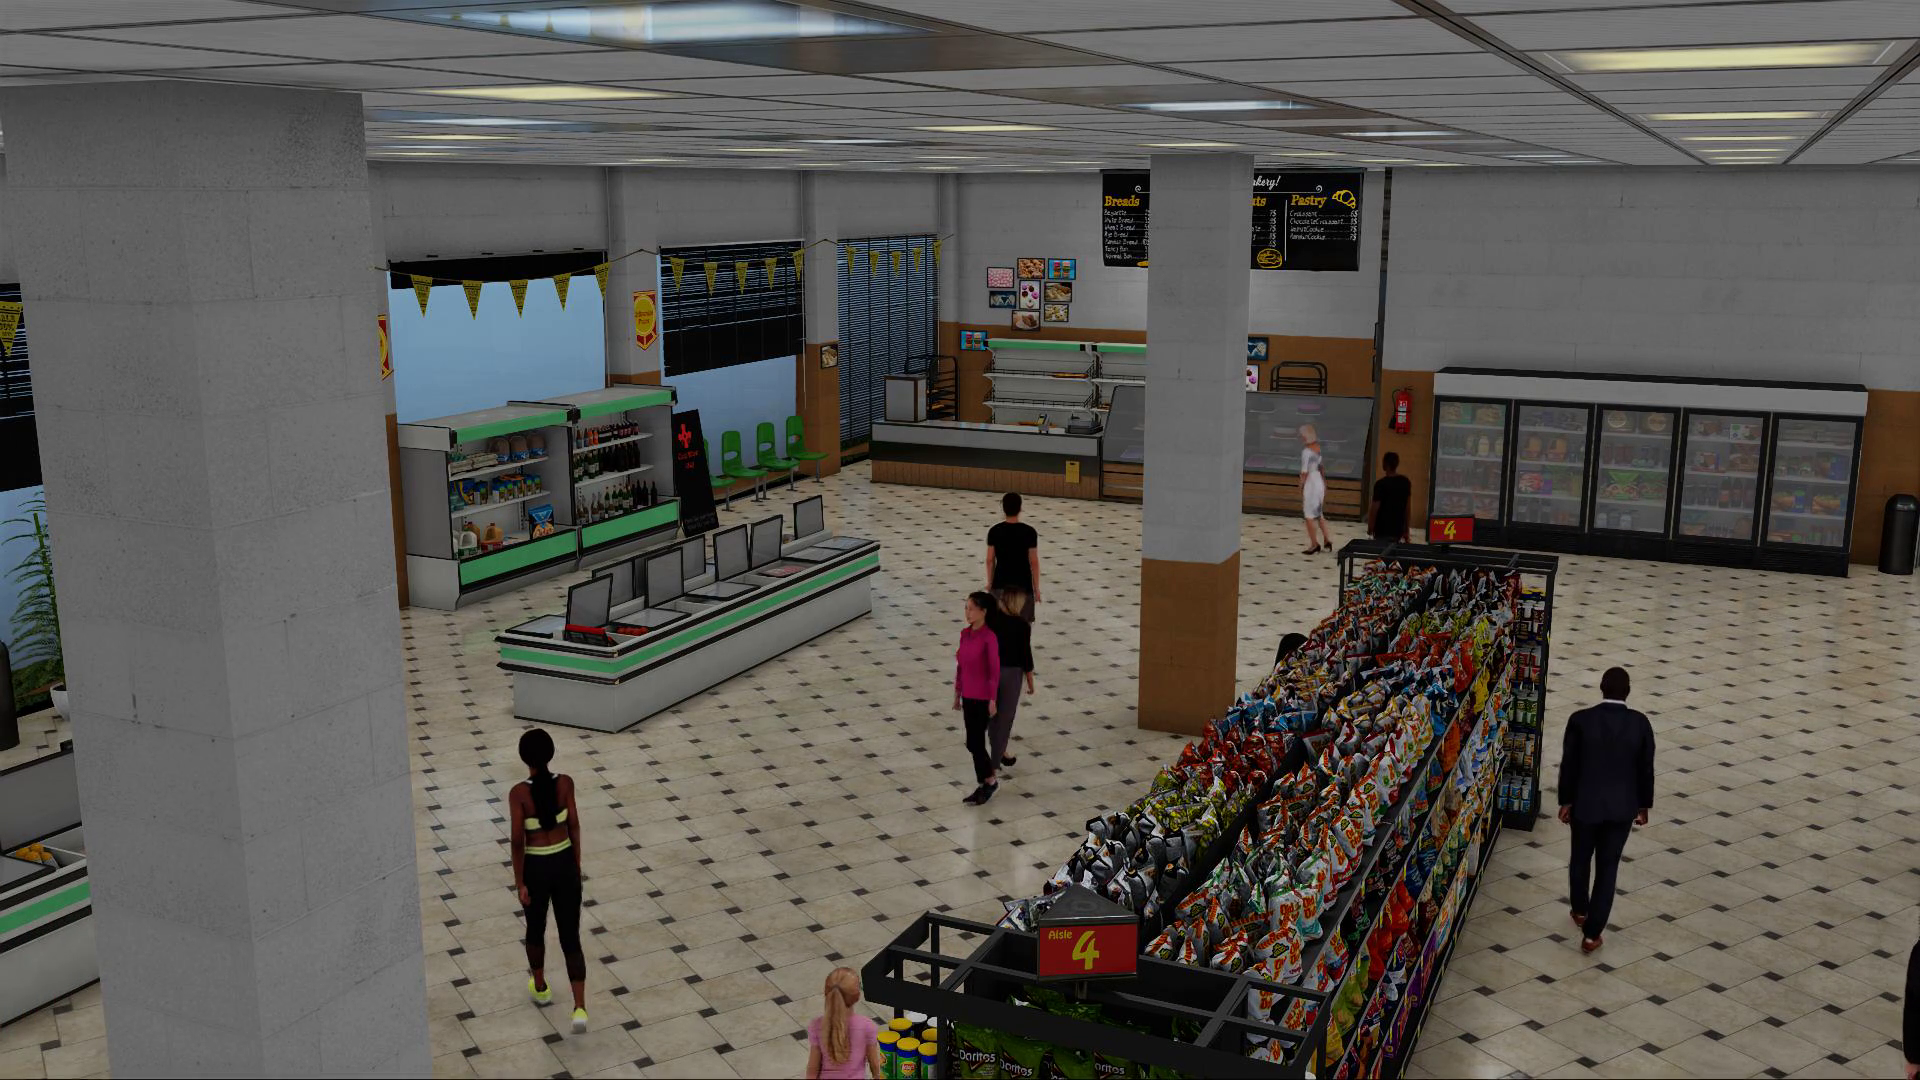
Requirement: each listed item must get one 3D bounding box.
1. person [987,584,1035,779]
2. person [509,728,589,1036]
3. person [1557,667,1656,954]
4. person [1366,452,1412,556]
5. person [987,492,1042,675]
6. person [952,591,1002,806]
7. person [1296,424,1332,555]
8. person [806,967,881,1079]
[{"bbox_3d":[0.305,1.184,13.168,0.695,1.629,0.891,6,13,26],"label":"person"},{"bbox_3d":[-2.277,1.941,9.357,1.080,1.719,1.106,-5,13,-22],"label":"person"},{"bbox_3d":[3.981,1.700,10.308,0.695,1.798,0.838,6,13,25],"label":"person"},{"bbox_3d":[4.909,-0.085,18.800,0.771,1.792,0.837,-5,13,-21],"label":"person"},{"bbox_3d":[0.487,0.478,15.982,0.791,1.852,0.785,2,12,10],"label":"person"},{"bbox_3d":[0.217,1.217,12.852,0.735,1.694,0.702,-8,15,-35],"label":"person"},{"bbox_3d":[4.647,-0.646,21.656,0.665,1.713,0.872,-9,15,-35],"label":"person"},{"bbox_3d":[-0.536,2.567,7.525,0.659,1.249,0.888,1,12,6],"label":"person"}]
